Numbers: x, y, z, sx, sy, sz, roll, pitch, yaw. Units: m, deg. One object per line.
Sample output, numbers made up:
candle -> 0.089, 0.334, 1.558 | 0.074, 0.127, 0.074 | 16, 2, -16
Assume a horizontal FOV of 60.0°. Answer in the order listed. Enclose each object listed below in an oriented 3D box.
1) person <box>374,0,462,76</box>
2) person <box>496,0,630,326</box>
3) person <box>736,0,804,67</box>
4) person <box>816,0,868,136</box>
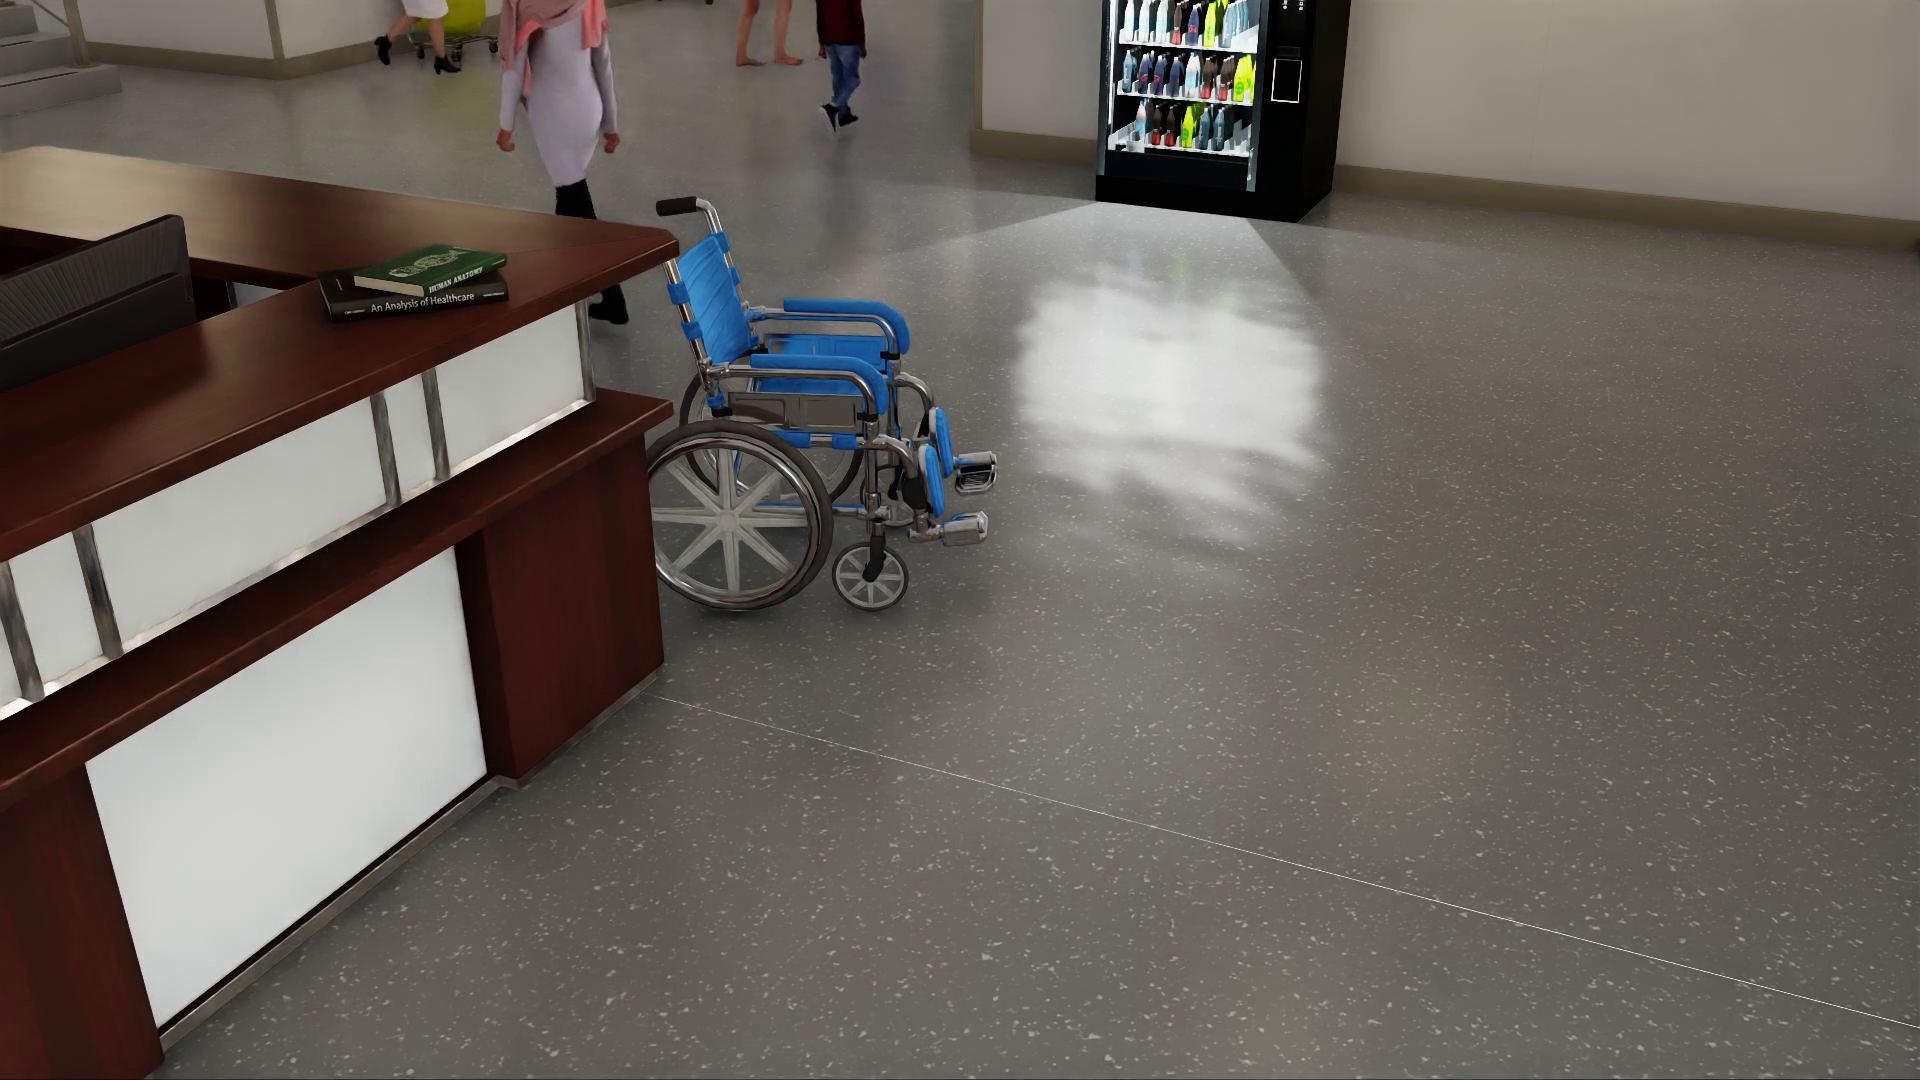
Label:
person -> -4.351, -4.433, 13.112 | 0.840, 1.531, 0.902 | -19, 32, -34
person -> -1.708, -1.814, 7.419 | 0.939, 1.758, 1.235 | -23, 34, -38
person -> -1.718, -4.666, 13.416 | 0.898, 1.687, 0.834 | -9, 27, -18
person -> -0.827, -3.376, 11.254 | 0.732, 1.241, 0.642 | 16, 30, 30
